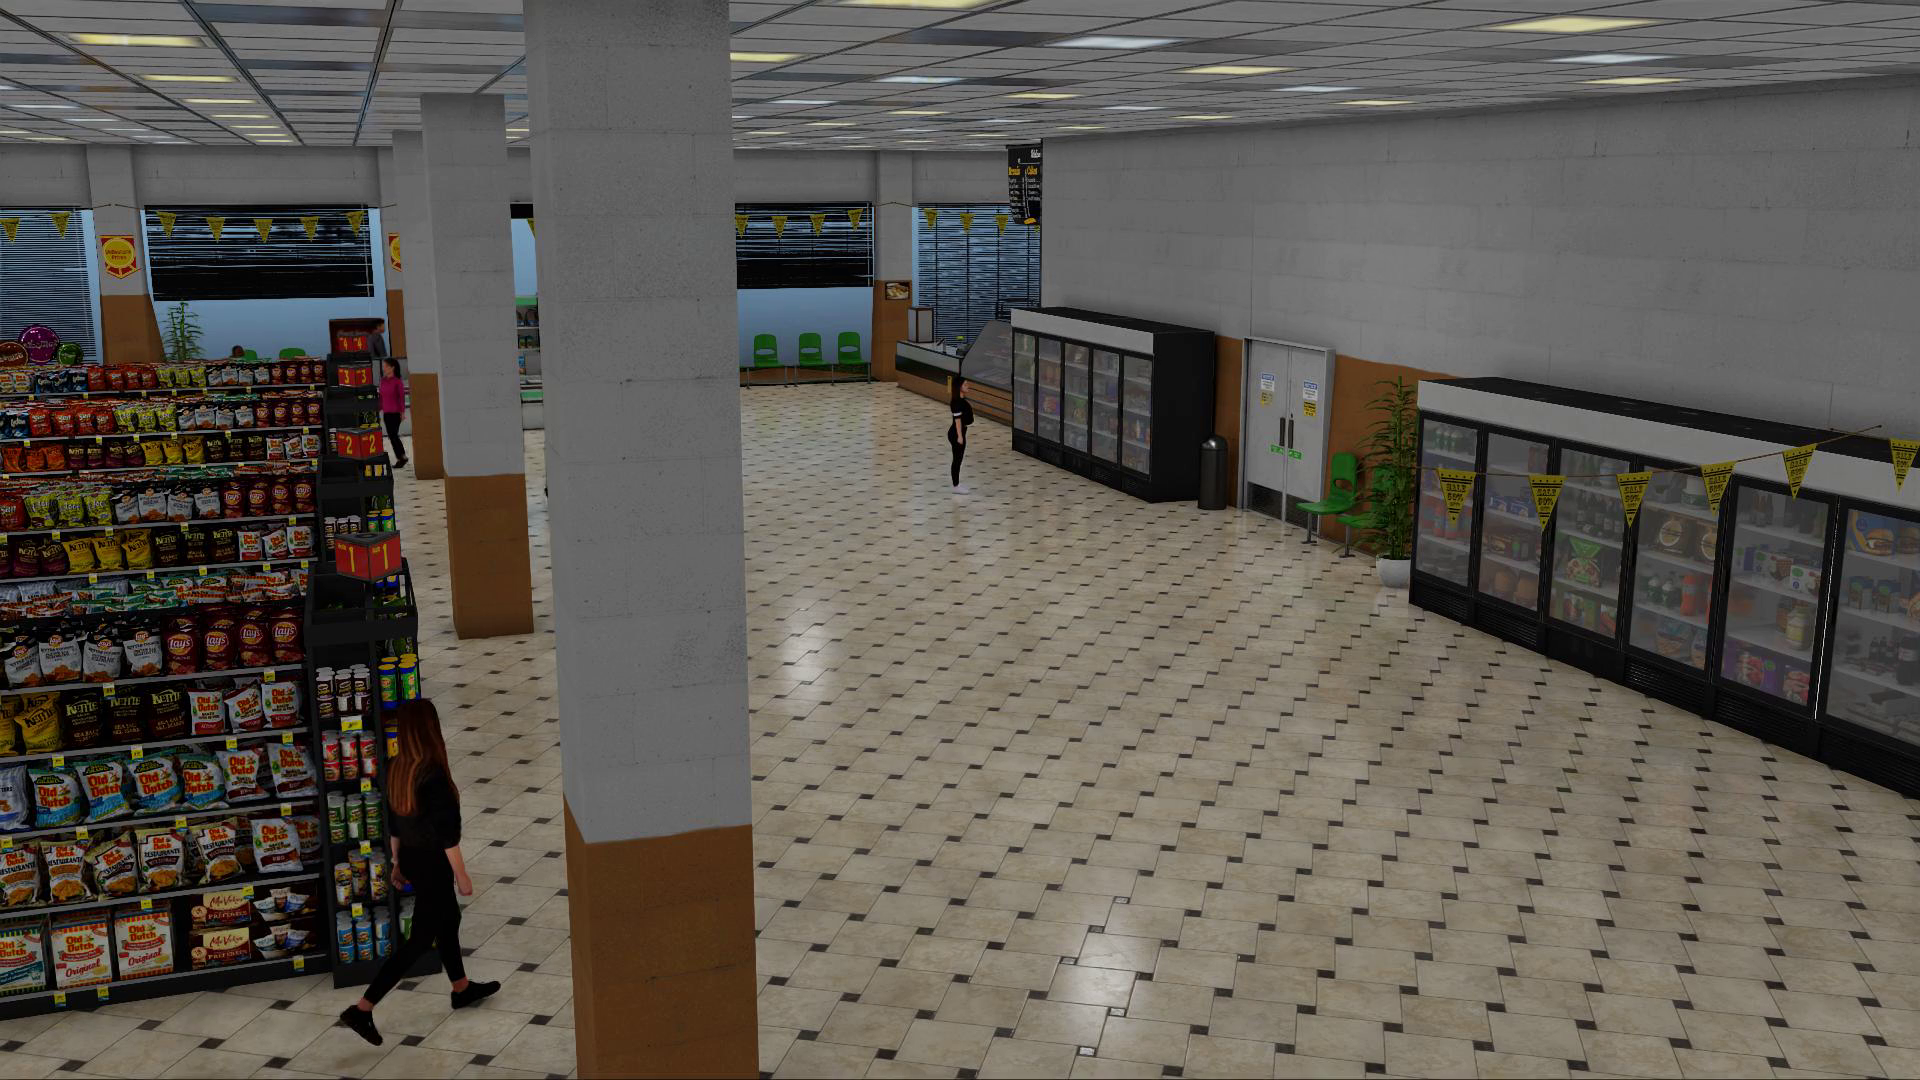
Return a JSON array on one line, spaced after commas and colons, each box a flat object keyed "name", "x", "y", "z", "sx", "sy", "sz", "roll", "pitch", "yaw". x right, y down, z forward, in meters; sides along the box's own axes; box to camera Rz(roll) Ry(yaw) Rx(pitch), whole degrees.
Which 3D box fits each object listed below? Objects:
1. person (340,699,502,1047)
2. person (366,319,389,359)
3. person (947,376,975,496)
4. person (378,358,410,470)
[{"name": "person", "x": -2.725, "y": 1.658, "z": 8.243, "sx": 1.202, "sy": 1.685, "sz": 0.911, "roll": -11, "pitch": 16, "yaw": -43}, {"name": "person", "x": -10.770, "y": -3.099, "z": 30.485, "sx": 1.161, "sy": 1.828, "sz": 0.849, "roll": -8, "pitch": 14, "yaw": -32}, {"name": "person", "x": -0.018, "y": -1.469, "z": 23.202, "sx": 0.711, "sy": 1.639, "sz": 0.695, "roll": 1, "pitch": 12, "yaw": 4}, {"name": "person", "x": -8.514, "y": -1.905, "z": 25.160, "sx": 0.698, "sy": 1.685, "sz": 0.750, "roll": 7, "pitch": 14, "yaw": 28}]
